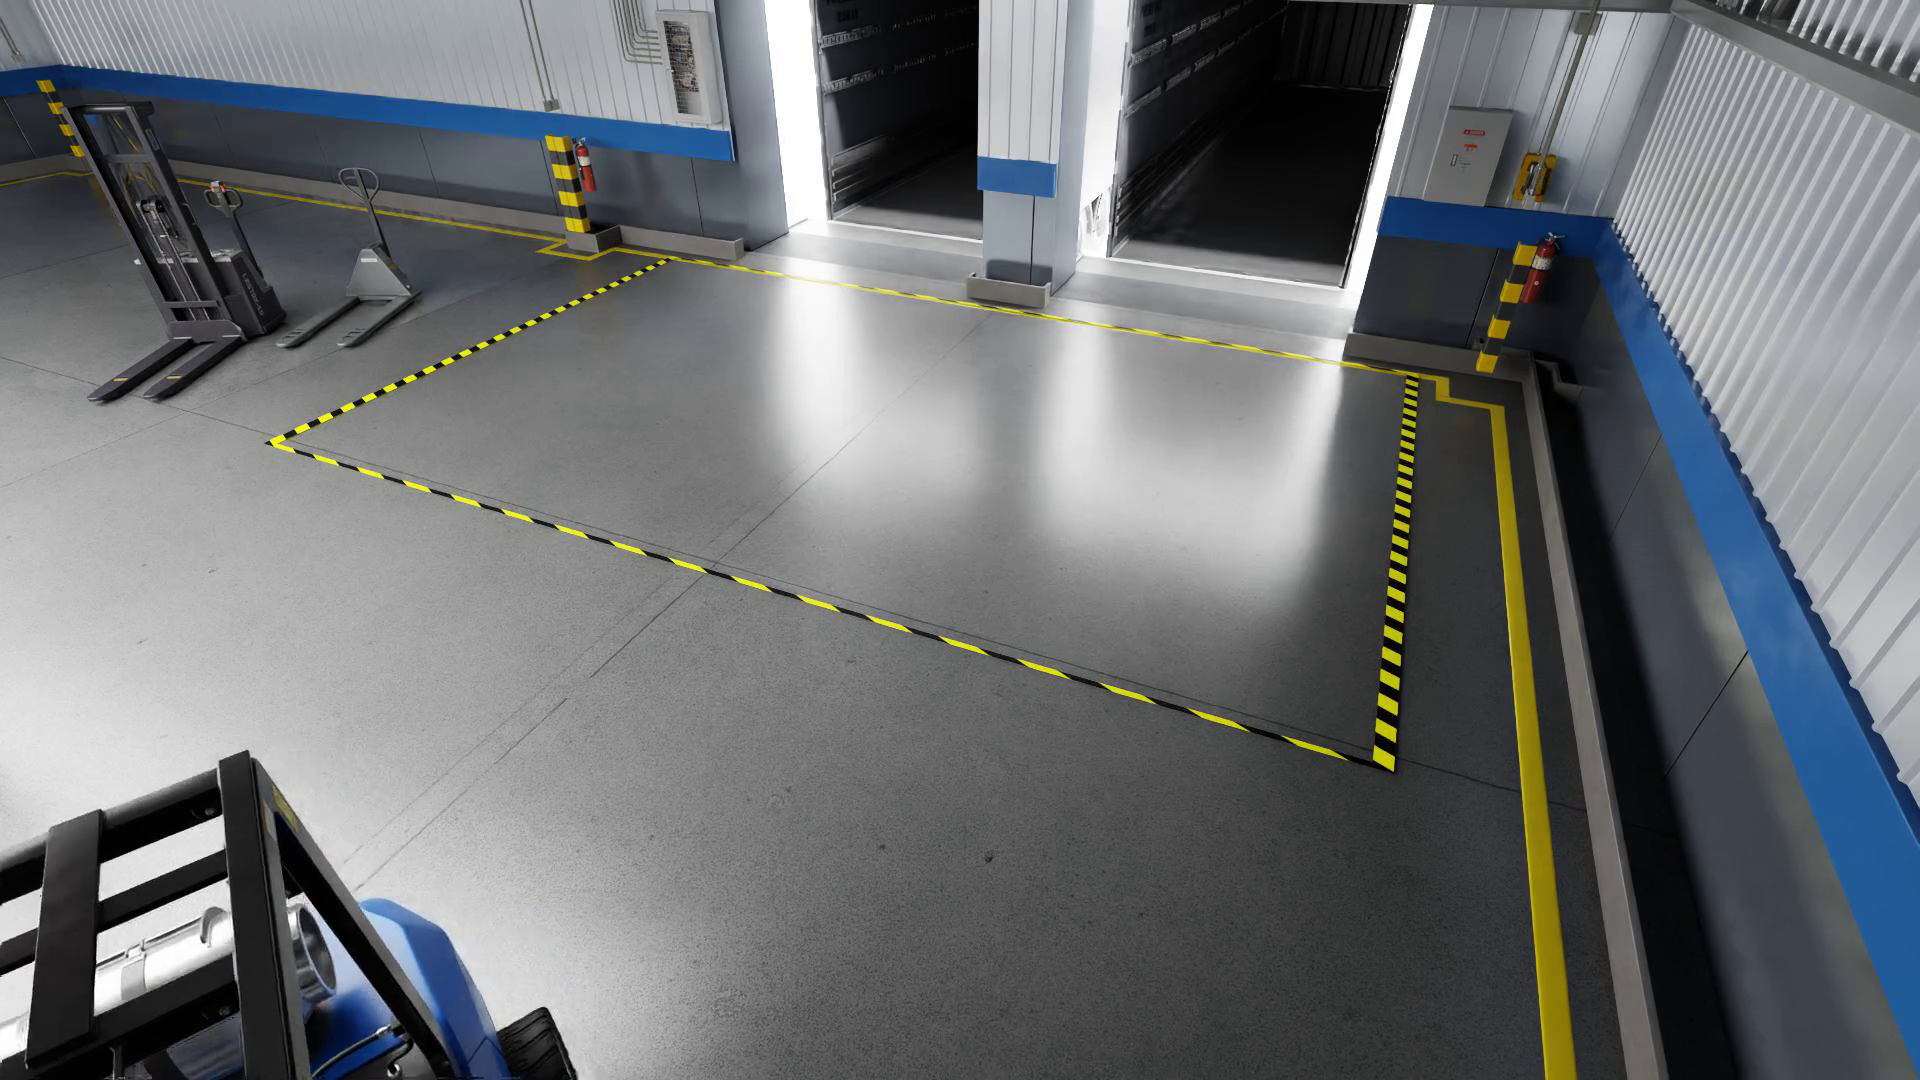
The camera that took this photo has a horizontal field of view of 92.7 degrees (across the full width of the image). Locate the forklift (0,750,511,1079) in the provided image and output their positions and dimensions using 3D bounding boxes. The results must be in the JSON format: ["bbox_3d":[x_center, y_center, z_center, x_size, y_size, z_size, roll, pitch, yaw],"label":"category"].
[{"bbox_3d":[-1.237,1.583,1.446,1.157,2.036,2.680,-23,41,-29],"label":"forklift"}]

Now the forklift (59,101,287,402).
[{"bbox_3d":[-6.686,-2.387,7.434,0.823,1.965,1.885,-3,35,-5],"label":"forklift"}]

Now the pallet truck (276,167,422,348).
[{"bbox_3d":[-5.732,-2.611,8.414,0.680,1.201,1.601,-1,35,-1],"label":"pallet truck"}]
